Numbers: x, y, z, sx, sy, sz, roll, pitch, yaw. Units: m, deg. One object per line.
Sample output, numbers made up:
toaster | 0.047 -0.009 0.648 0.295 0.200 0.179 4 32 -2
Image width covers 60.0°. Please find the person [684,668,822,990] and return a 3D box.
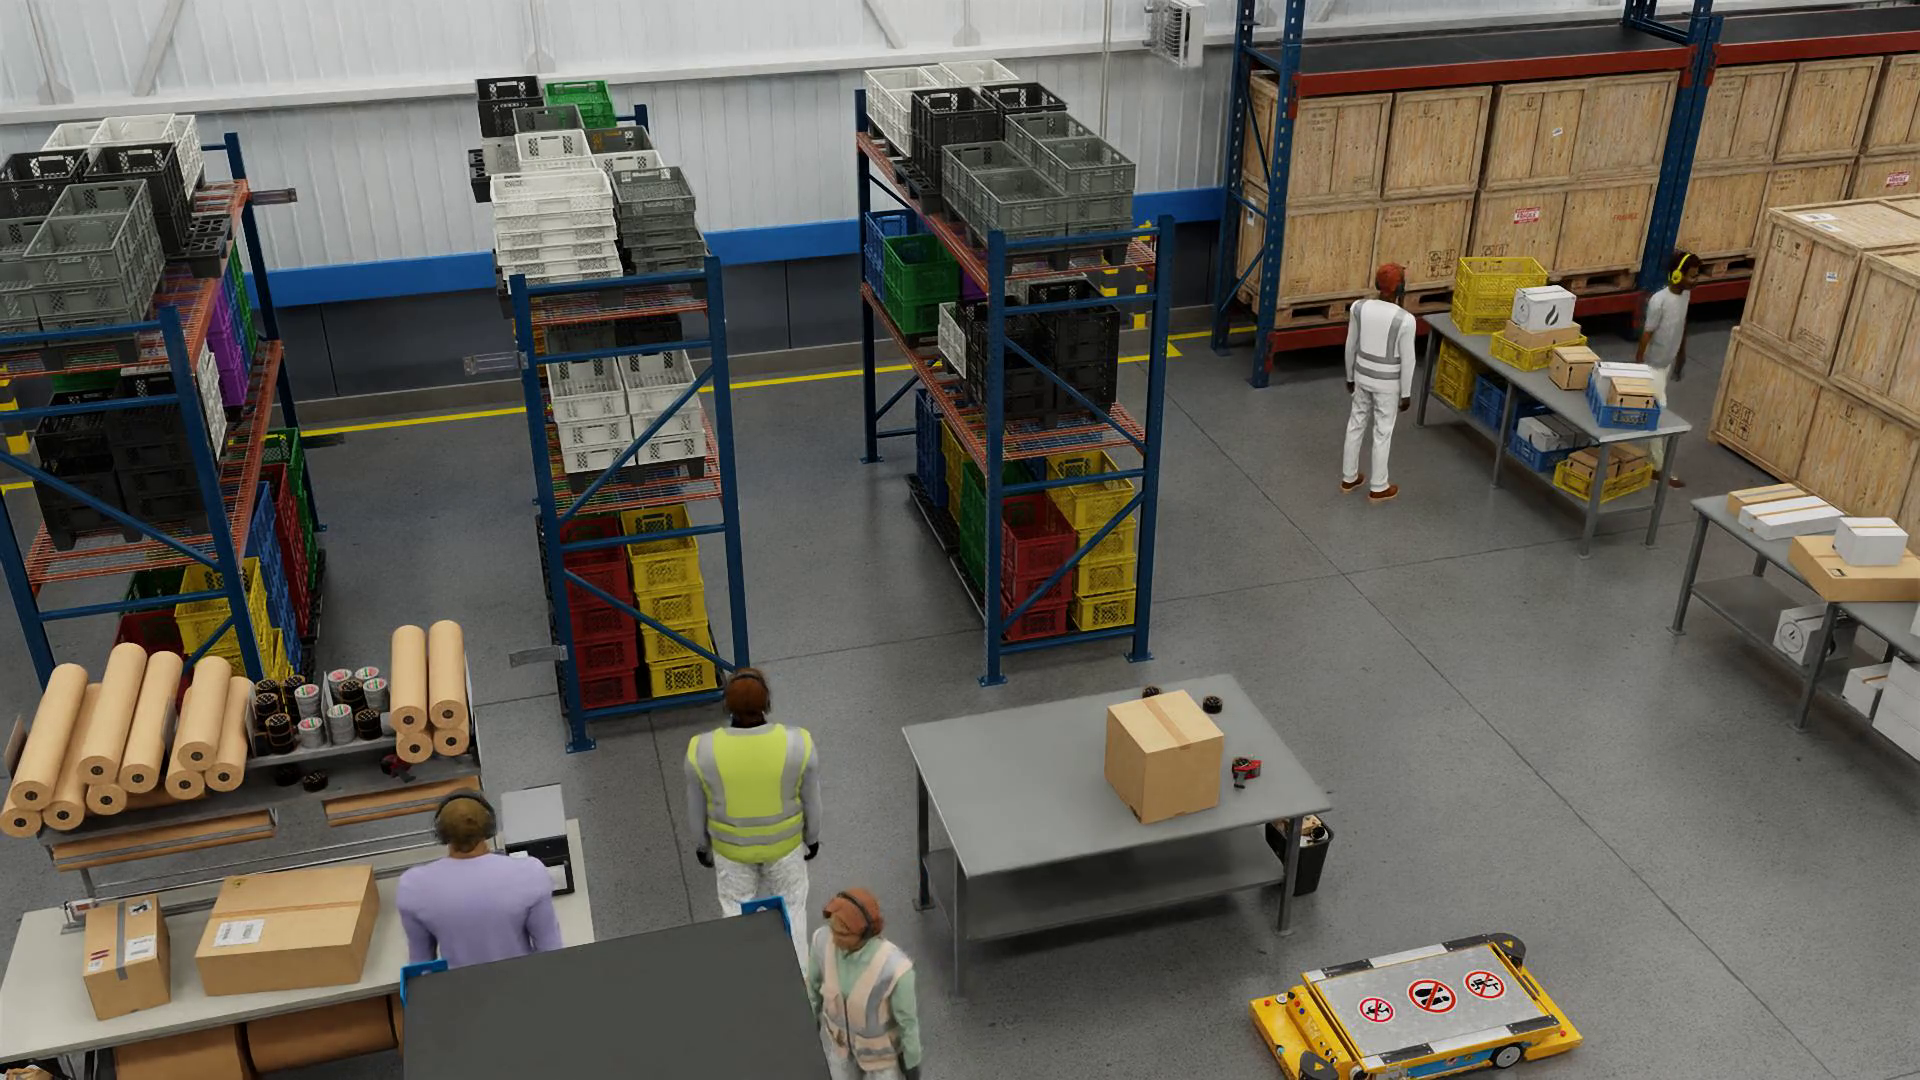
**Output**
person | -0.973 1.415 7.950 0.628 1.835 0.430 -3 29 -6

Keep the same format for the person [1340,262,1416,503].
person | 3.180 -1.194 12.642 0.354 1.885 0.573 -25 37 -38

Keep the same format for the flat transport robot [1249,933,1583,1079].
flat transport robot | 2.184 2.282 7.980 1.431 0.197 0.652 -8 30 -14

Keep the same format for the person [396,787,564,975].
person | -1.970 1.871 7.025 0.626 1.931 0.383 -3 29 -5

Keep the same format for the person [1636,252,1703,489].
person | 5.500 -1.368 13.016 0.547 1.839 0.805 -23 36 -36

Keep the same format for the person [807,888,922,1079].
person | -0.406 2.106 6.900 0.542 1.630 0.357 18 34 29
